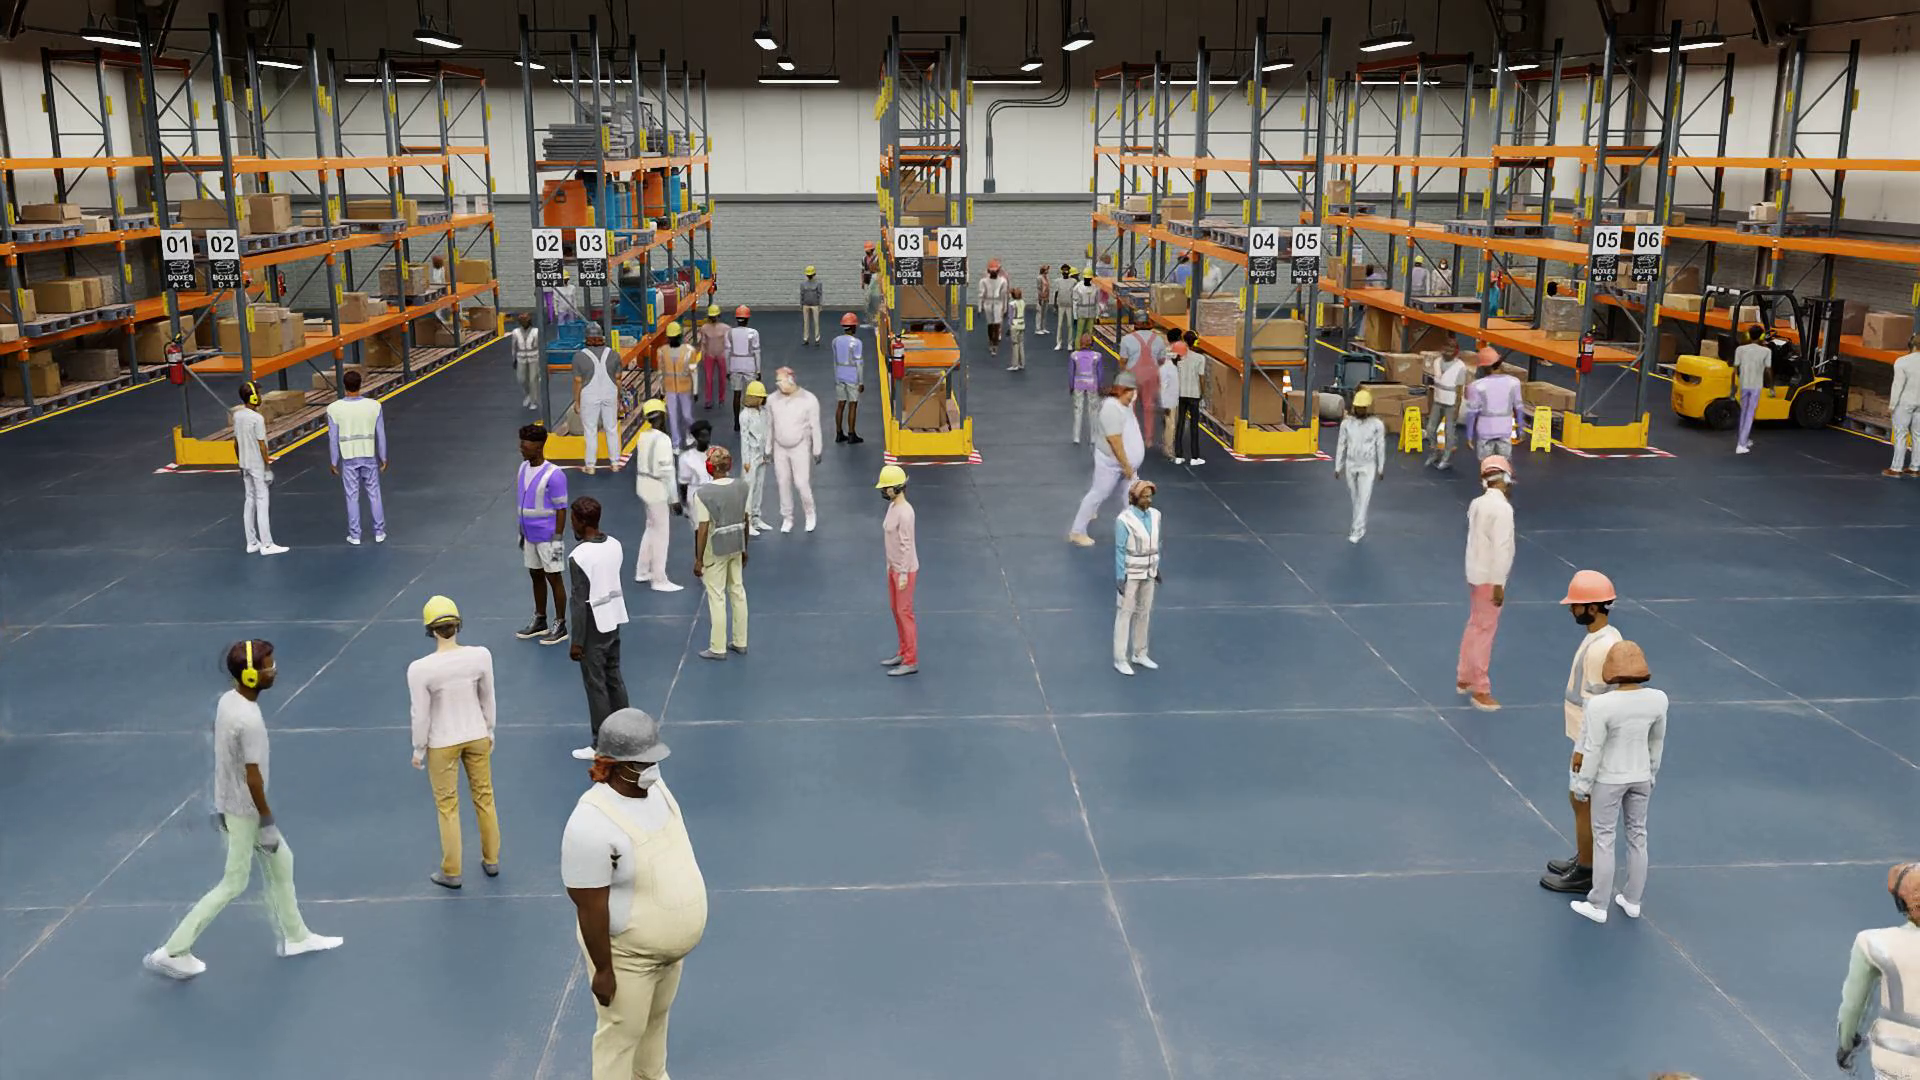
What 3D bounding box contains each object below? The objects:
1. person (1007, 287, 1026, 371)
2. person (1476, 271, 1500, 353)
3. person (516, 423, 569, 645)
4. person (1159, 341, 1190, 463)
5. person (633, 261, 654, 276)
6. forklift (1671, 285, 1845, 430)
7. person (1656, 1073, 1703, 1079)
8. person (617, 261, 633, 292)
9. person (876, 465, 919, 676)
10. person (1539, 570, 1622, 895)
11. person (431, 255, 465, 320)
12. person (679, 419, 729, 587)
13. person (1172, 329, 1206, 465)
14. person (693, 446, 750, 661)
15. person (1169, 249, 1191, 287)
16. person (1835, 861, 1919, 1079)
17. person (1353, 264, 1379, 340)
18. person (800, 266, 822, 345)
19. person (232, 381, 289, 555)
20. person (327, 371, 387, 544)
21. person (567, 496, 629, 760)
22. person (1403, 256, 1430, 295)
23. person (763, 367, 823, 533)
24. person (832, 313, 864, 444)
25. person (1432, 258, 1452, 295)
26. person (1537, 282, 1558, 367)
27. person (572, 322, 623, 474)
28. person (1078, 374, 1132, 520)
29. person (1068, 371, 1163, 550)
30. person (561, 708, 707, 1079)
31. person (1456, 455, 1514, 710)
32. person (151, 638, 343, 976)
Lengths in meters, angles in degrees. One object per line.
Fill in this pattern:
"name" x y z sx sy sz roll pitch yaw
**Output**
"person" 1.111 -4.146 32.698 0.310 1.637 0.521 11 17 38
"person" 11.248 -4.832 35.352 0.573 1.748 0.342 -7 15 -27
"person" -3.702 -0.058 14.681 0.600 1.962 0.368 11 17 39
"person" 2.997 -1.906 23.026 0.589 1.714 0.435 -11 17 -38
"person" -7.854 -6.241 41.324 0.573 1.749 0.342 -5 14 -22
"forklift" 12.503 -2.886 26.166 2.313 2.155 1.214 -1 13 -3
"person" 1.965 2.368 4.716 0.525 1.833 0.514 -1 13 -5
"person" -7.950 -5.775 39.451 0.513 1.710 0.508 6 14 22
"person" -0.520 0.244 13.852 0.342 1.756 0.534 -4 14 -16
"person" 3.669 1.124 9.774 0.390 1.922 0.549 5 14 22
"person" -12.310 -5.931 39.907 0.587 1.821 1.021 10 16 35
"person" -2.559 -0.383 16.651 0.544 1.681 0.451 -8 15 -30
"person" 3.156 -1.968 22.969 0.521 1.873 0.335 8 16 31
"person" -2.018 0.116 14.191 0.380 1.845 0.570 12 18 40
"person" 5.087 -5.658 38.261 0.649 2.023 0.585 -1 13 -5
"person" 3.741 2.053 6.534 0.525 1.576 0.835 4 14 17
"person" 8.985 -5.226 36.941 0.821 1.792 0.694 0 13 -2
"person" -3.307 -5.194 36.879 0.522 1.761 0.321 3 14 11
"person" -7.584 -0.775 17.916 0.521 1.873 0.334 9 16 33
"person" -6.644 -0.909 18.381 0.597 1.917 0.375 -7 15 -27
"person" -2.577 0.631 11.888 0.391 1.911 0.584 4 14 16
"person" 10.874 -5.878 39.686 0.612 1.785 0.894 3 14 14
"person" -1.921 -1.021 18.934 0.670 1.881 0.456 4 14 18
"person" -1.633 -2.397 24.669 0.546 1.930 0.388 10 16 36
"person" 11.949 -6.170 41.281 0.501 1.631 0.285 -1 13 -6
"person" 11.790 -4.329 33.341 0.317 1.695 0.540 1 13 6
"person" -4.896 -1.914 22.377 0.678 2.000 0.537 -7 15 -28
"person" 1.746 -1.035 19.149 0.521 1.818 0.790 -11 17 -40
"person" 1.670 -0.899 18.077 1.050 2.000 0.677 7 15 26
"person" -1.347 1.686 7.124 0.539 2.000 0.688 4 14 16
"person" 4.181 0.331 13.092 0.385 1.949 0.758 -1 13 -4
"person" -3.827 1.420 8.733 0.900 1.830 0.543 -7 15 -28
